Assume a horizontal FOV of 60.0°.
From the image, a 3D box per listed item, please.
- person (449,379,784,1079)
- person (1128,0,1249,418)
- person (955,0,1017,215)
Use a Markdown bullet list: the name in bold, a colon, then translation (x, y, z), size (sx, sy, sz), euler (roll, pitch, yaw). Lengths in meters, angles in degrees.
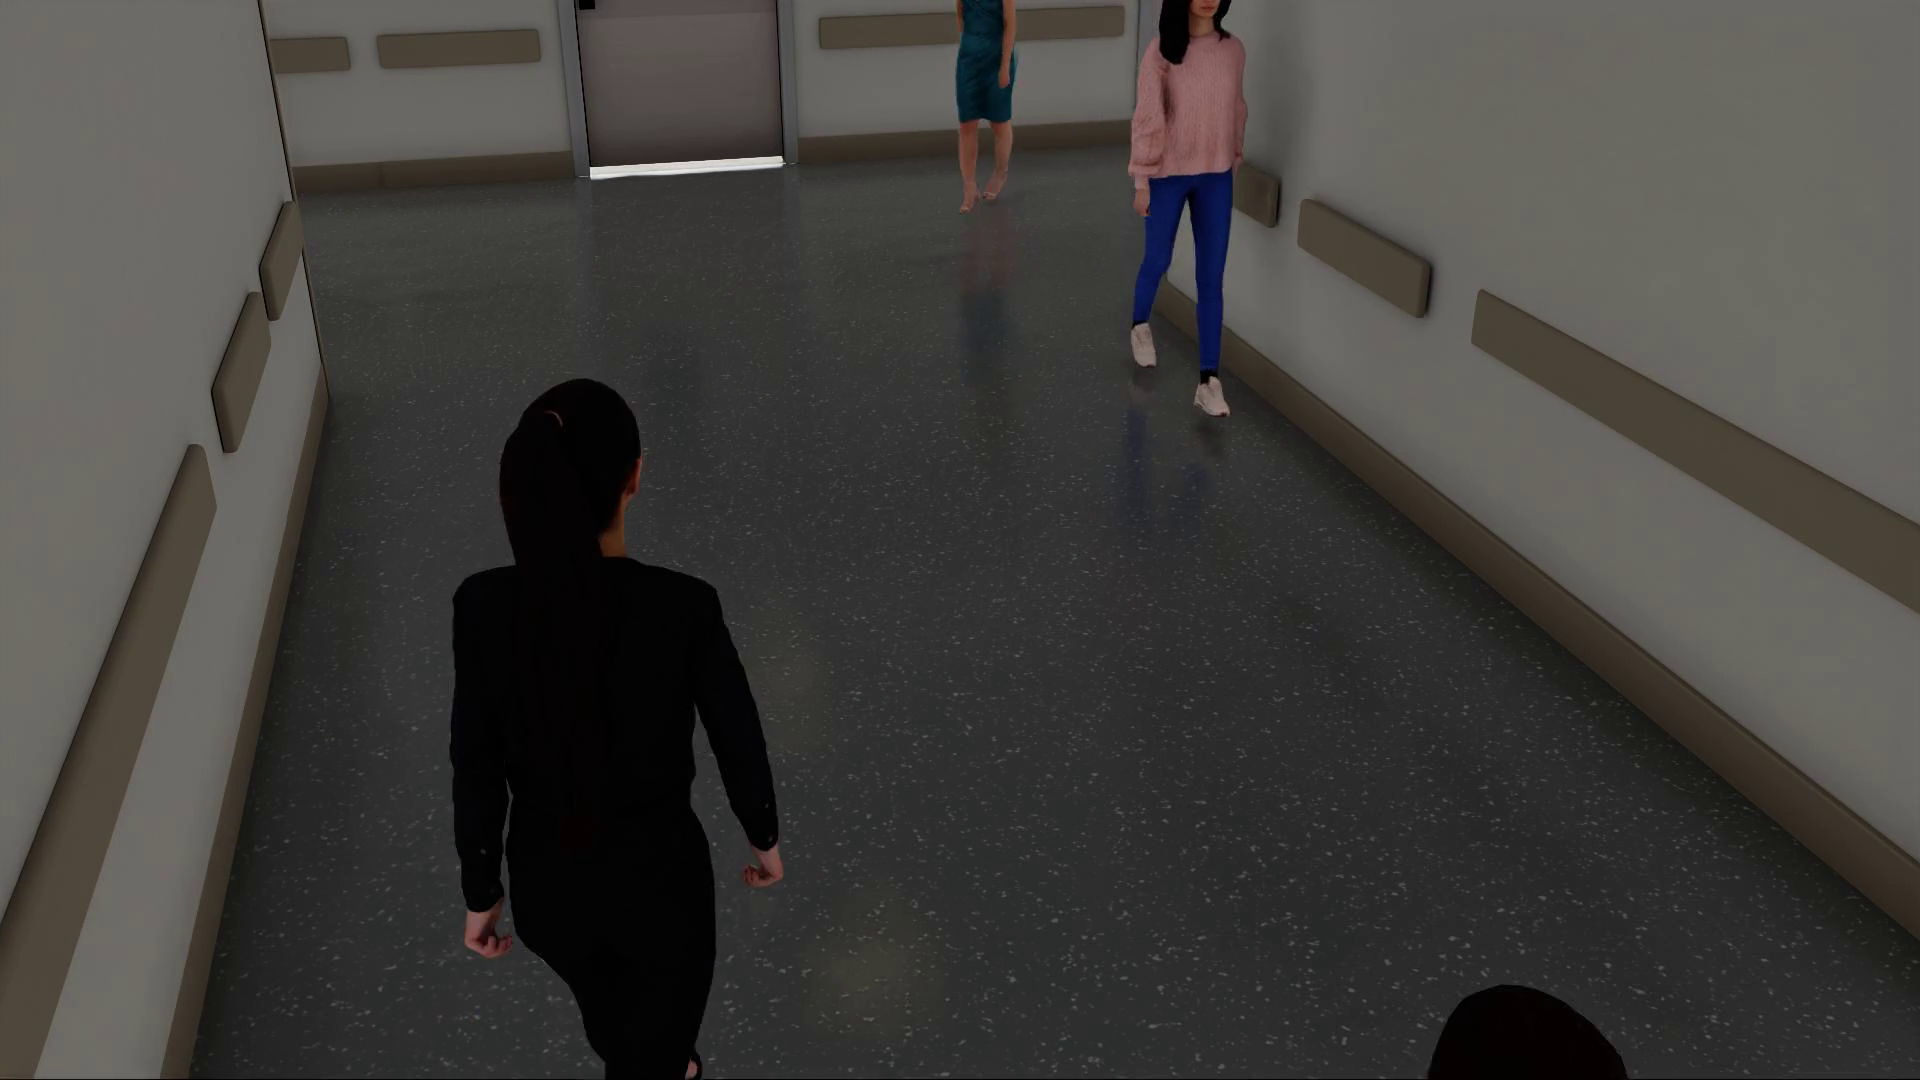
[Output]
- **person**: translation (-0.534, 0.619, 2.509), size (1.029, 1.669, 0.889), euler (2, 26, 3)
- **person**: translation (0.871, -1.426, 6.688), size (1.123, 1.724, 0.771), euler (-5, 26, -10)
- **person**: translation (0.163, -2.676, 9.383), size (0.902, 1.635, 0.930), euler (15, 30, 29)
